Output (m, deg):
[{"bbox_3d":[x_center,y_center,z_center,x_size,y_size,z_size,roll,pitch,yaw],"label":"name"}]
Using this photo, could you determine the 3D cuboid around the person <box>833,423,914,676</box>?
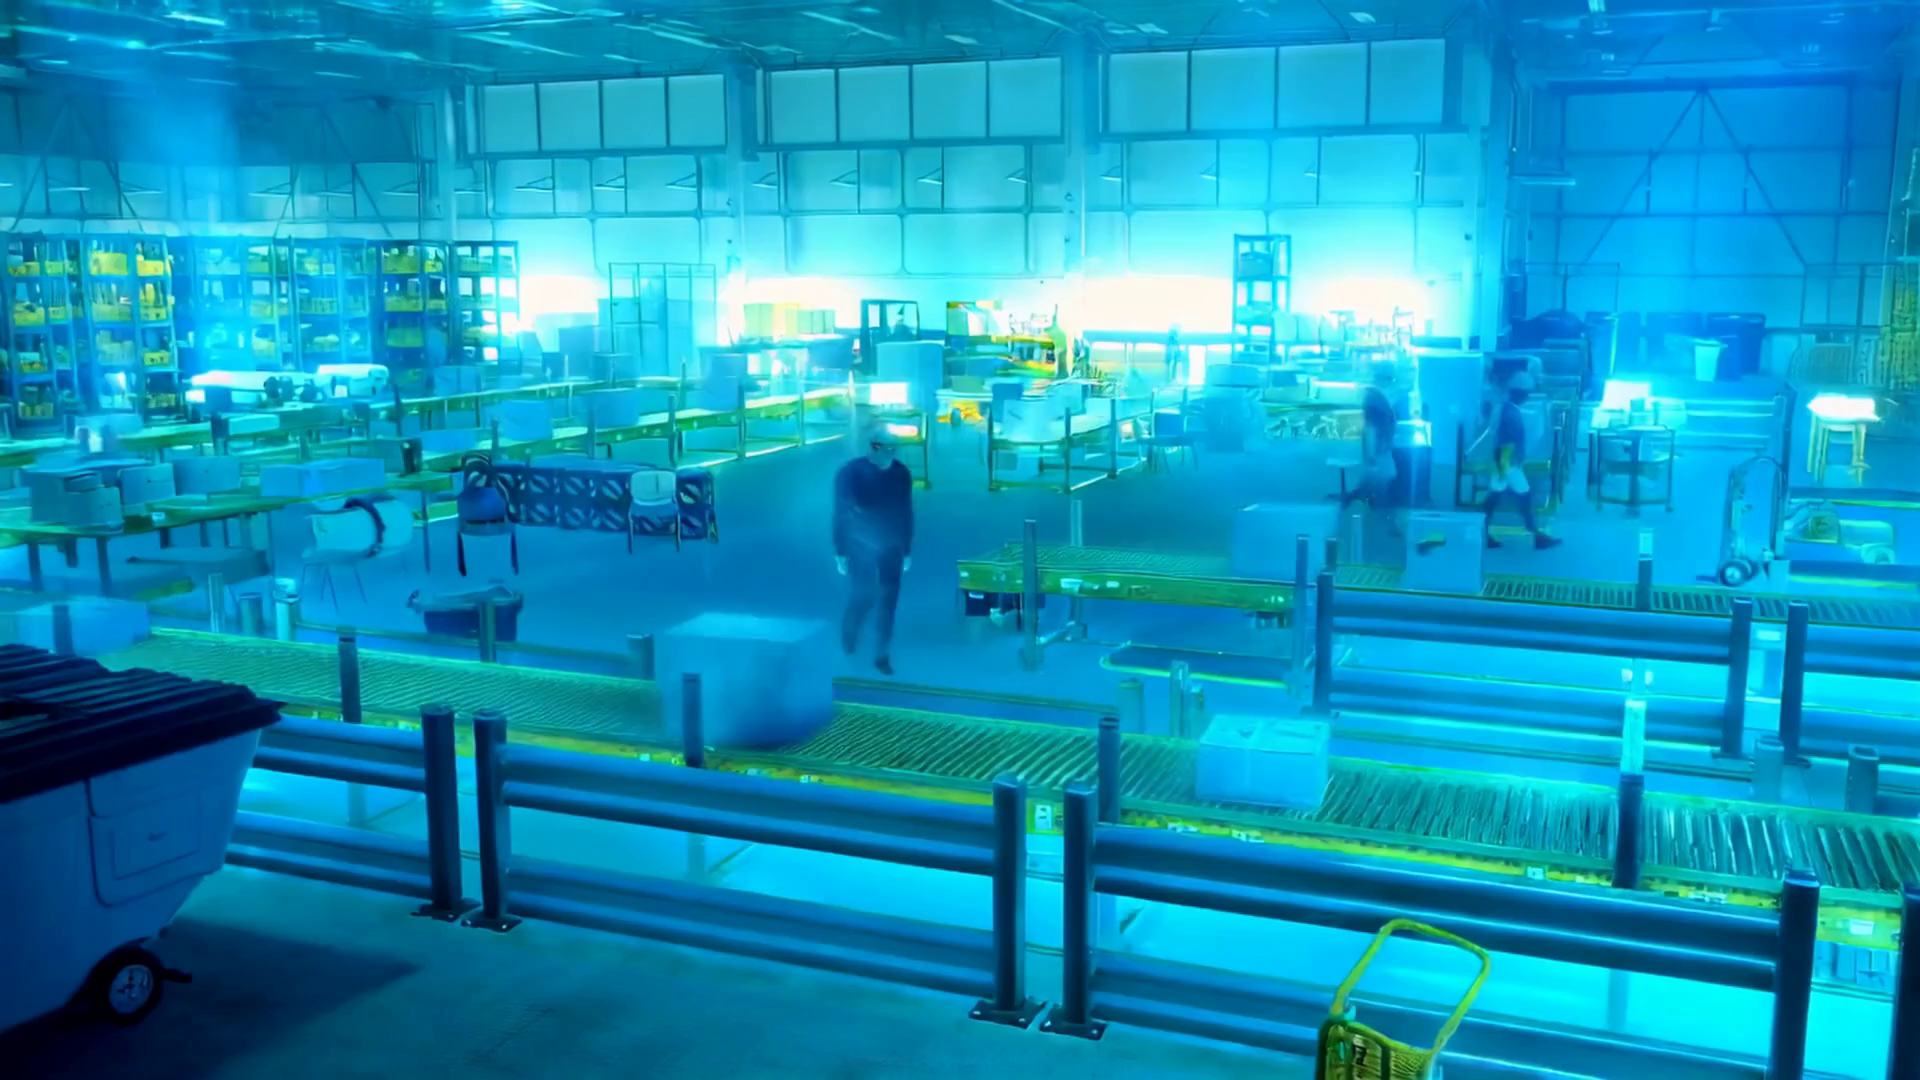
[{"bbox_3d":[-0.652,0.059,12.421,0.659,1.875,0.546,-5,10,-26],"label":"person"}]

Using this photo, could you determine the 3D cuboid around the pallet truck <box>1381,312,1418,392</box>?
[{"bbox_3d":[10.207,-4.283,38.369,0.823,1.965,1.885,3,10,20],"label":"pallet truck"}]

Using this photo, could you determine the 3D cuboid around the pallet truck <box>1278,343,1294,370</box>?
[{"bbox_3d":[7.886,-4.163,39.743,0.653,1.274,1.630,4,10,22],"label":"pallet truck"}]

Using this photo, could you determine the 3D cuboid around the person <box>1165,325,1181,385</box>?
[{"bbox_3d":[4.612,-3.785,36.081,0.328,1.760,0.524,4,10,24],"label":"person"}]

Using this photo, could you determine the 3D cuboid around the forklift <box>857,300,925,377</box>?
[{"bbox_3d":[-1.732,-5.109,42.468,1.157,1.987,2.680,4,10,22],"label":"forklift"}]

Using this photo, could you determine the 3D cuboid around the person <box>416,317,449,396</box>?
[{"bbox_3d":[-11.259,-3.803,35.665,0.922,1.943,0.674,-5,10,-26],"label":"person"}]

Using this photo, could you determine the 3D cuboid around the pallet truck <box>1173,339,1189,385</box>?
[{"bbox_3d":[5.418,-4.269,40.420,0.704,1.261,1.522,3,10,20],"label":"pallet truck"}]

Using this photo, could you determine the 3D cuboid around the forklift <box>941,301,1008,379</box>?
[{"bbox_3d":[0.365,-4.966,41.571,1.157,1.987,2.680,3,10,20],"label":"forklift"}]

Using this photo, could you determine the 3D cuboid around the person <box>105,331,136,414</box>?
[{"bbox_3d":[-15.780,-3.019,31.243,0.588,1.822,0.403,0,9,3],"label":"person"}]

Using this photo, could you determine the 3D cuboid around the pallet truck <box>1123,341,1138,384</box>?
[{"bbox_3d":[4.445,-4.380,41.279,0.680,1.201,1.601,4,10,22],"label":"pallet truck"}]

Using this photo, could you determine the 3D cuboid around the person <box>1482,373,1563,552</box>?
[{"bbox_3d":[5.961,-0.819,17.671,0.952,1.889,0.562,2,10,10],"label":"person"}]

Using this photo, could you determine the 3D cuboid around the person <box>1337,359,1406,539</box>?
[{"bbox_3d":[4.597,-1.022,18.607,0.913,2.014,0.612,7,11,34],"label":"person"}]

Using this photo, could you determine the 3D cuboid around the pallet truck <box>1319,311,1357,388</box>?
[{"bbox_3d":[9.071,-4.419,39.190,0.823,1.965,1.885,5,10,26],"label":"pallet truck"}]
